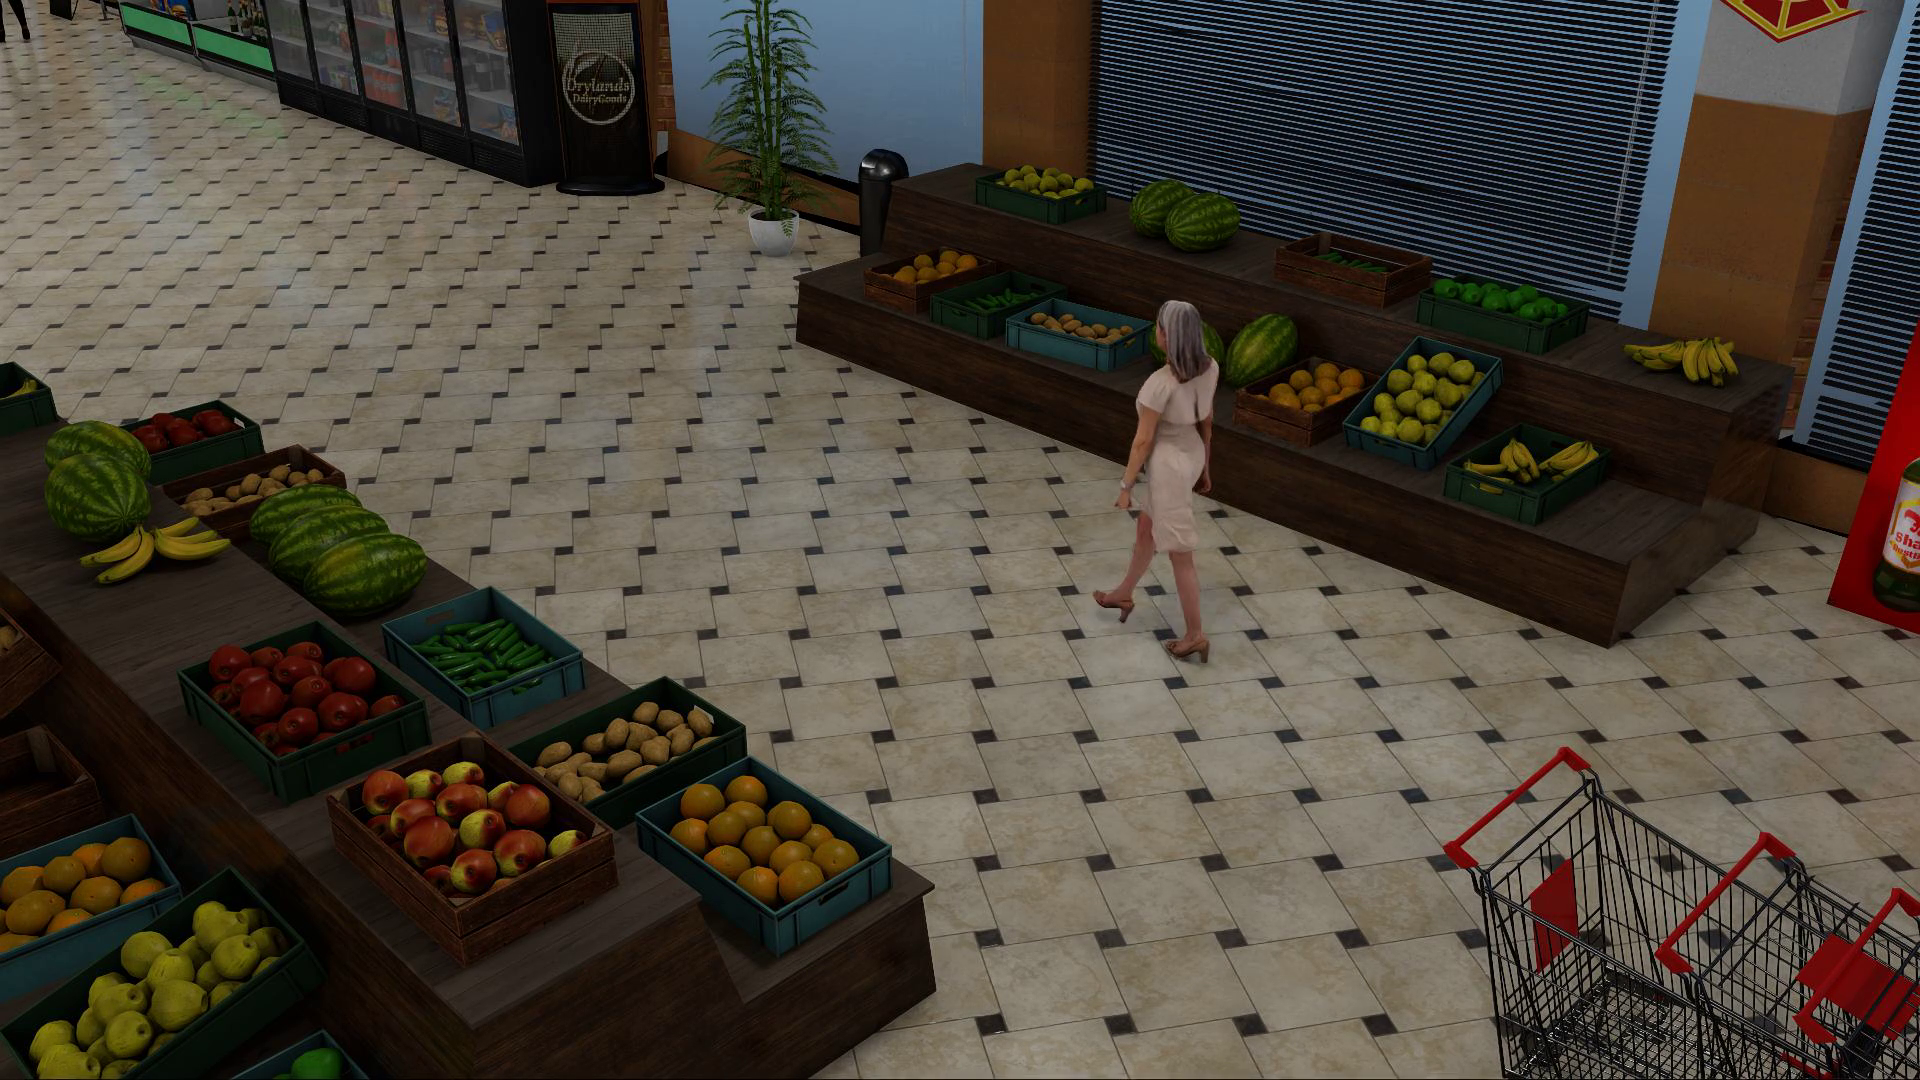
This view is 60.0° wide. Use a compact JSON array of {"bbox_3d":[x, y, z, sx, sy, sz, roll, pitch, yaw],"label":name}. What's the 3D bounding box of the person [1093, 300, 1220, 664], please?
[{"bbox_3d":[1.029,-0.207,7.459,0.944,1.712,0.629,22,34,37],"label":"person"}]
